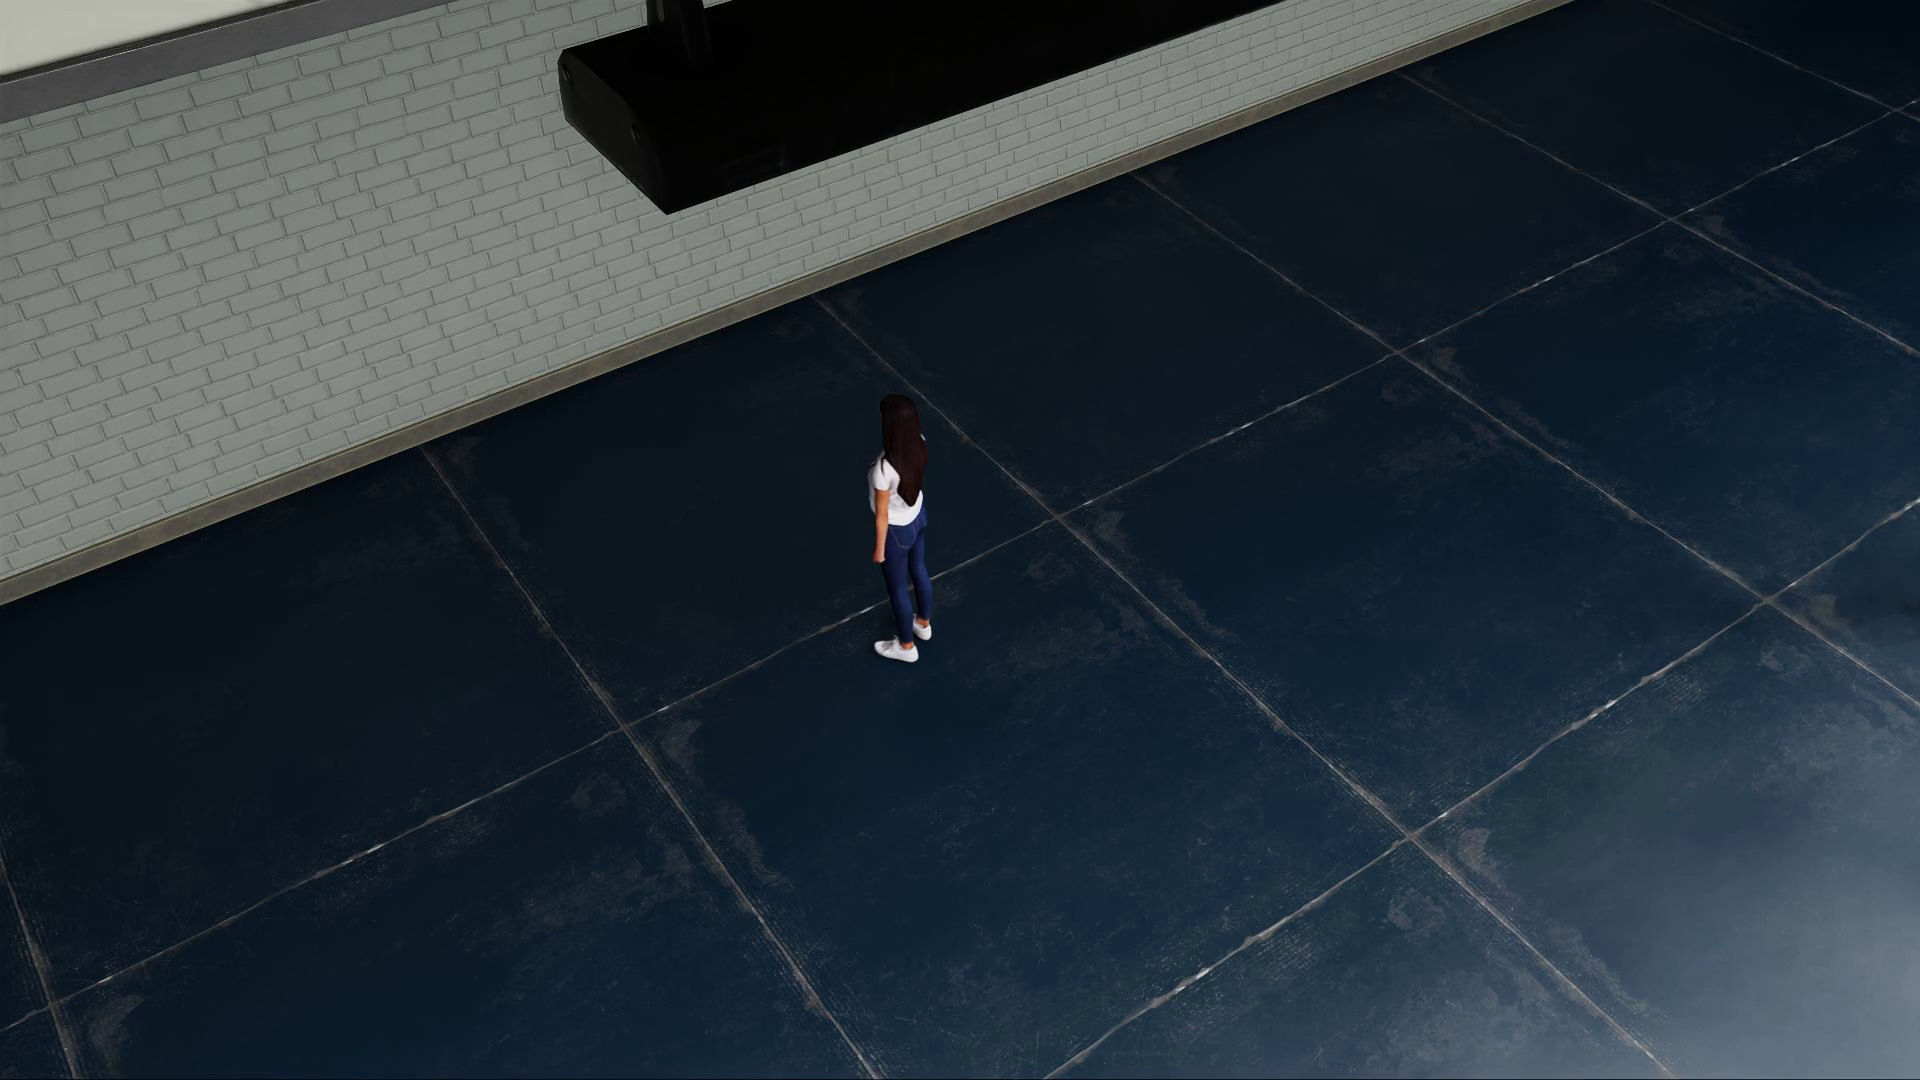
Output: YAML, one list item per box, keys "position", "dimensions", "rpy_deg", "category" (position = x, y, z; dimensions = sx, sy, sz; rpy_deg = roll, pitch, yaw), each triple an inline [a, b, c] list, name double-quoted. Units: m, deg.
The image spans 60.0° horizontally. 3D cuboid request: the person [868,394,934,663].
- position: [-0.302, -0.059, 9.003]
  dimensions: [0.654, 1.774, 0.655]
  rpy_deg: [20, 47, 20]
  category: "person"
